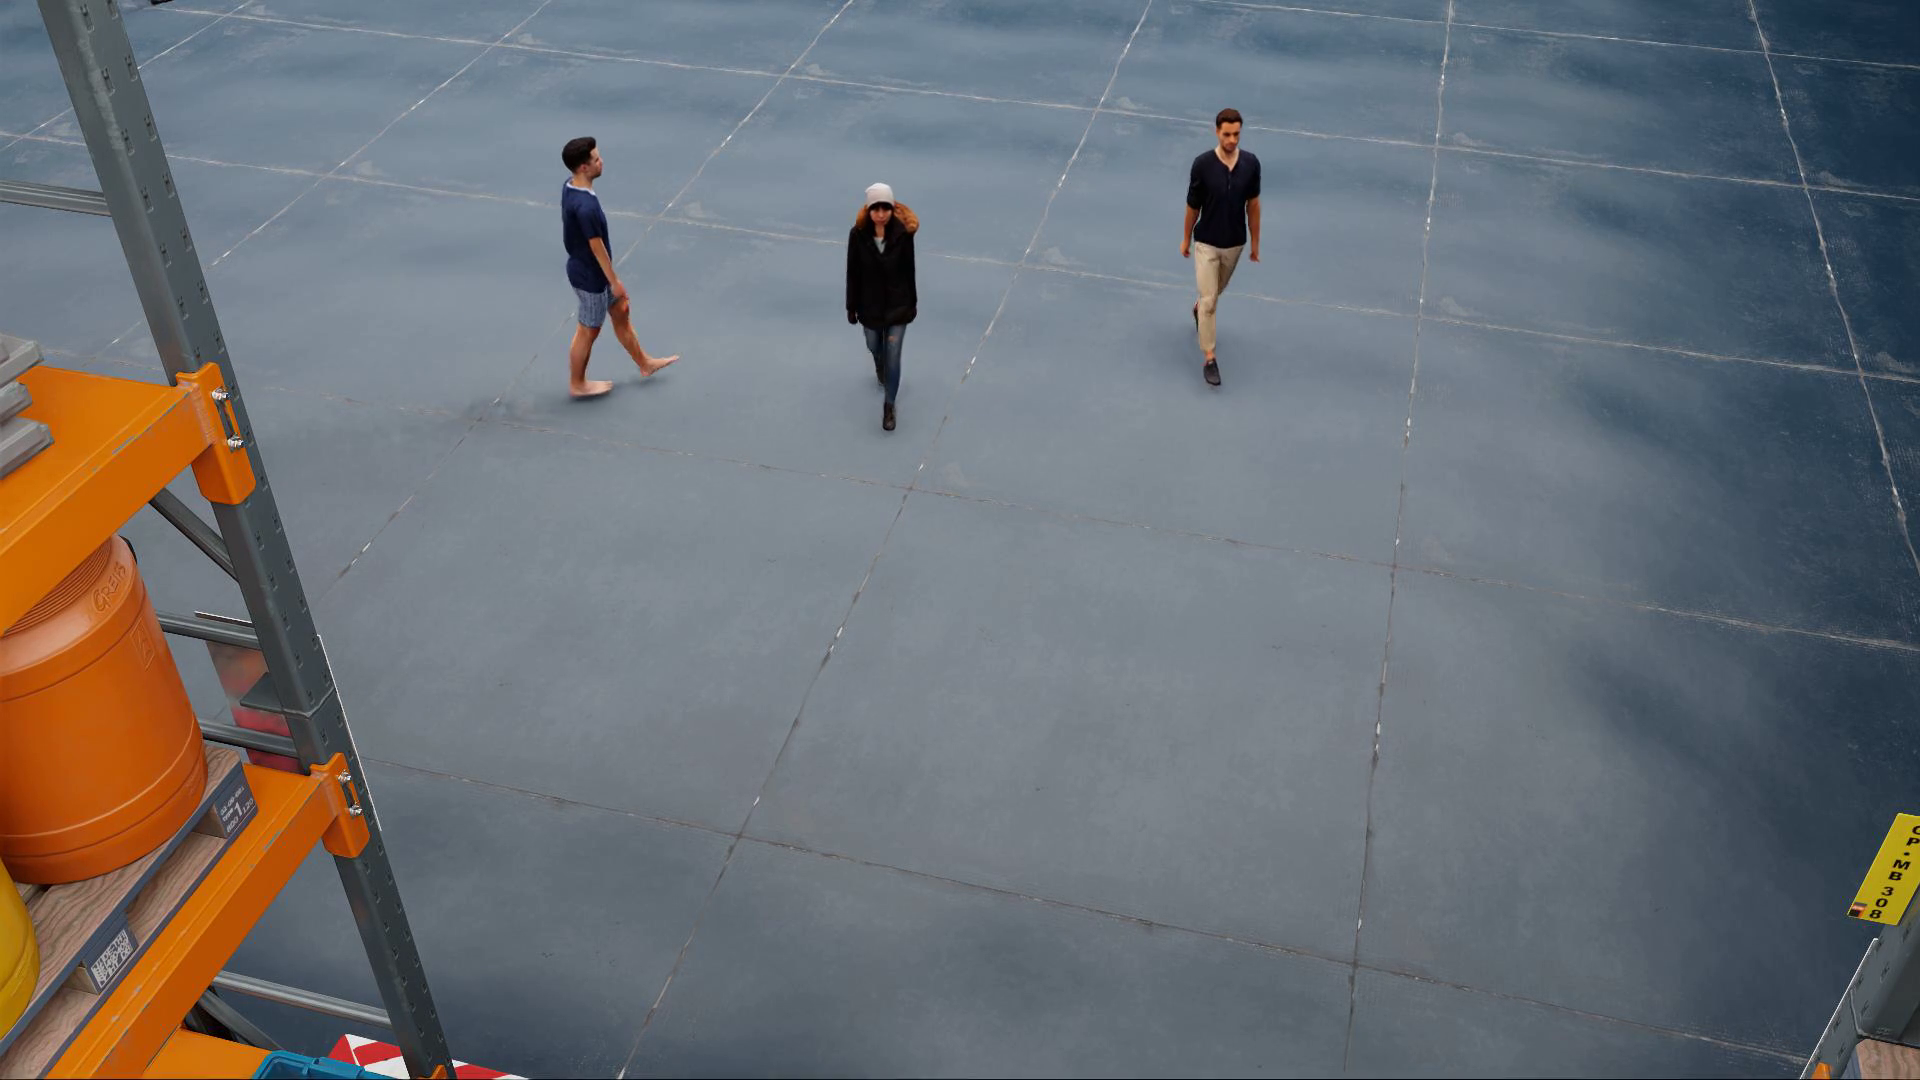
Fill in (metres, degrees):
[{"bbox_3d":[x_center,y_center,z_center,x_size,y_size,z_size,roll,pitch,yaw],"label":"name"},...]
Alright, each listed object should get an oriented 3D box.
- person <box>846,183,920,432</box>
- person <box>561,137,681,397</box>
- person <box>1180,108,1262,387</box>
[{"bbox_3d":[-0.501,-1.568,10.769,0.809,1.611,1.079,0,38,0],"label":"person"},{"bbox_3d":[-2.473,-1.714,10.789,1.009,1.816,1.048,-10,39,-13],"label":"person"},{"bbox_3d":[1.727,-2.050,11.218,0.970,1.816,1.251,-5,38,-6],"label":"person"}]
